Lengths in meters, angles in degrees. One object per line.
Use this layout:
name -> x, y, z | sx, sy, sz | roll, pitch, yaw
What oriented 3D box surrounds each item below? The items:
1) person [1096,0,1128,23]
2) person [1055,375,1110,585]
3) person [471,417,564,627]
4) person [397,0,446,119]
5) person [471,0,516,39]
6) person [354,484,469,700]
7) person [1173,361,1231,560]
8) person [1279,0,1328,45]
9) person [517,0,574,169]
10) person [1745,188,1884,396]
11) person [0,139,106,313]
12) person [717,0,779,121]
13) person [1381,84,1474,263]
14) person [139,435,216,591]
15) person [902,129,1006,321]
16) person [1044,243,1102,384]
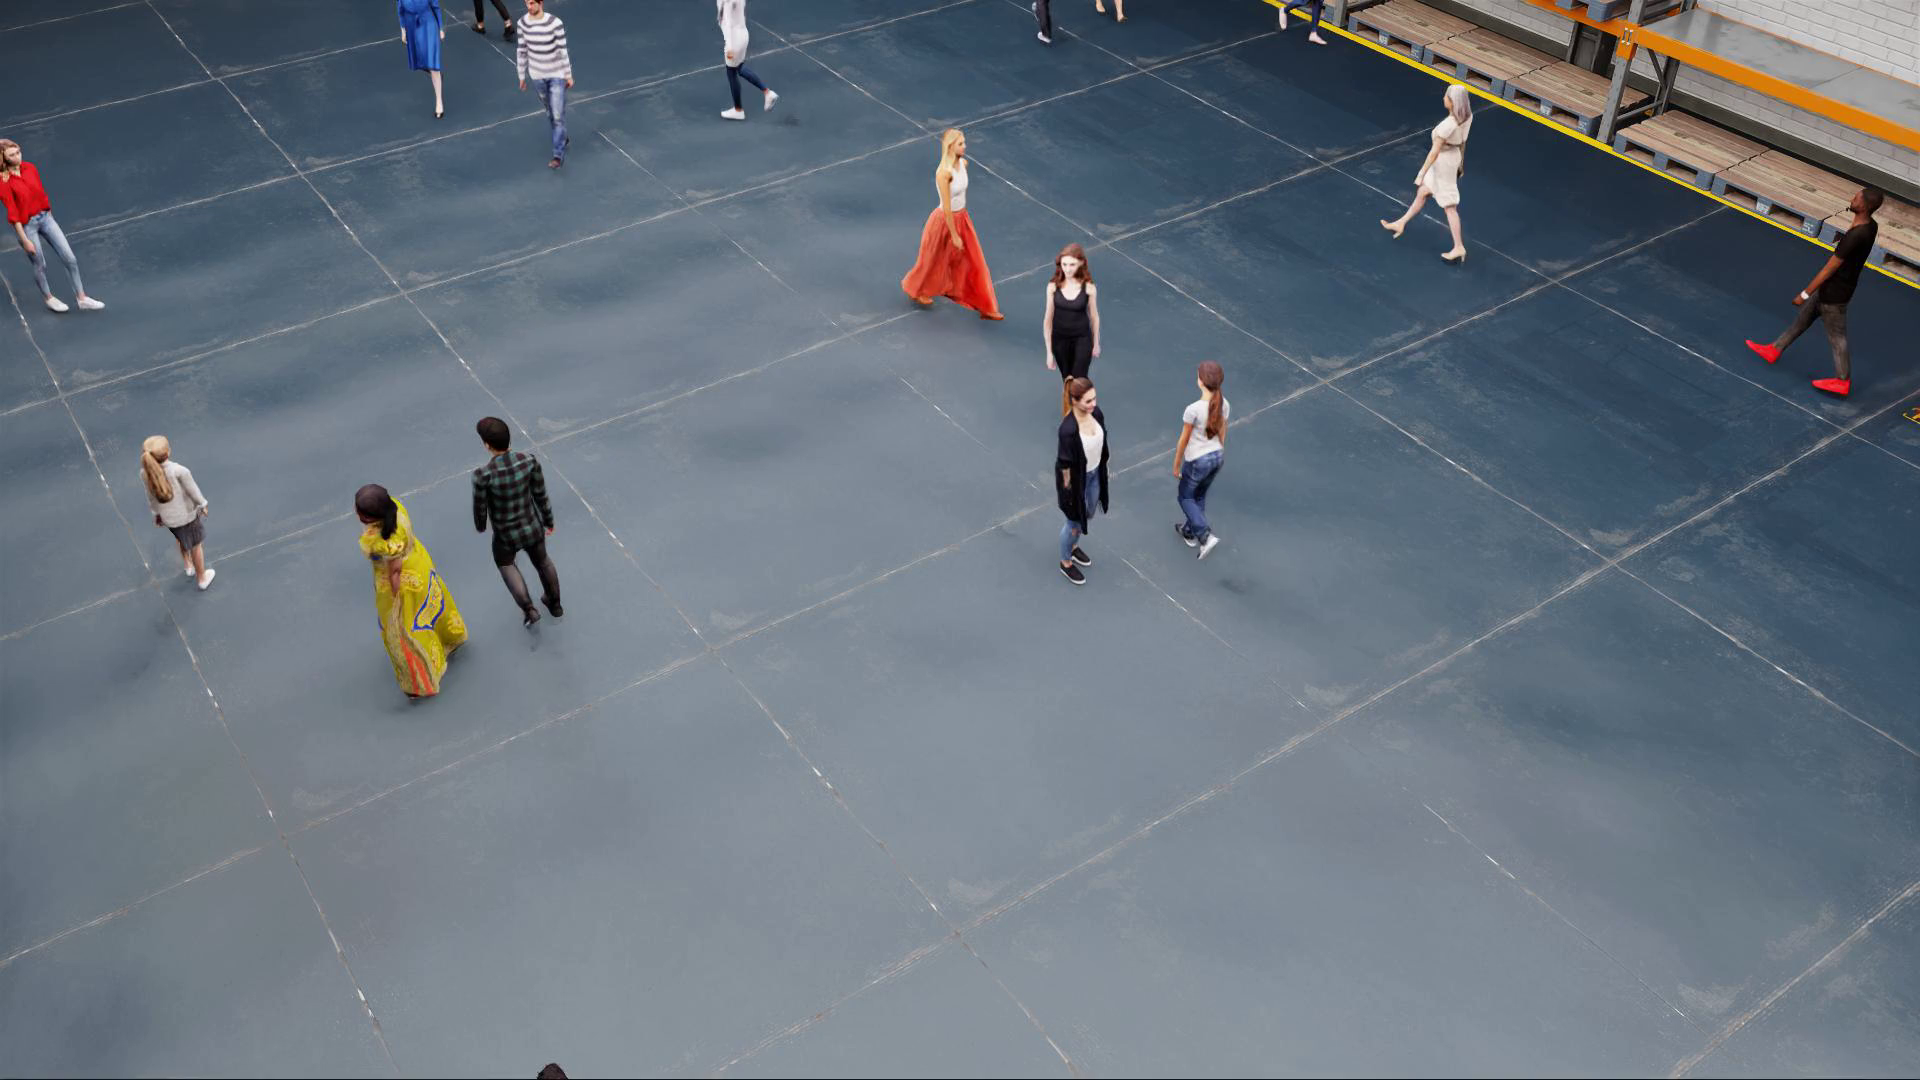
person -> 1.783, -7.190, 20.333 | 0.856, 1.582, 1.131 | -8, 39, -10
person -> 0.832, -0.468, 11.837 | 0.669, 1.680, 0.703 | 28, 47, 31
person -> -3.039, -0.062, 11.385 | 0.679, 1.693, 0.696 | -19, 43, -23
person -> -5.814, -5.521, 18.057 | 0.878, 1.813, 0.991 | -1, 39, -2
person -> -5.632, -6.697, 19.811 | 0.984, 1.463, 0.679 | 29, 47, 31
person -> -3.654, 0.264, 10.960 | 1.059, 1.631, 0.880 | 2, 39, 3
person -> 1.788, -0.544, 12.043 | 0.653, 1.541, 0.855 | -19, 42, -22
person -> 4.146, -6.775, 19.699 | 0.594, 1.724, 0.960 | -27, 46, -30
person -> -4.228, -4.830, 17.192 | 1.105, 1.814, 1.143 | 7, 39, 9
person -> 7.298, -2.001, 13.694 | 1.235, 1.758, 0.872 | 27, 46, 29
person -> -8.247, -2.772, 14.719 | 0.958, 1.684, 0.864 | 14, 41, 17
person -> -2.327, -5.342, 17.874 | 0.992, 1.762, 0.924 | 7, 39, 9
person -> 4.578, -3.348, 15.438 | 1.208, 1.687, 0.836 | 27, 46, 30
person -> -5.559, -0.164, 11.789 | 0.634, 1.264, 0.690 | 1, 39, 1
person -> -0.174, -2.756, 14.649 | 1.346, 1.746, 0.934 | 23, 44, 26
person -> 0.904, -1.650, 13.292 | 0.951, 1.711, 0.992 | 7, 39, 9
